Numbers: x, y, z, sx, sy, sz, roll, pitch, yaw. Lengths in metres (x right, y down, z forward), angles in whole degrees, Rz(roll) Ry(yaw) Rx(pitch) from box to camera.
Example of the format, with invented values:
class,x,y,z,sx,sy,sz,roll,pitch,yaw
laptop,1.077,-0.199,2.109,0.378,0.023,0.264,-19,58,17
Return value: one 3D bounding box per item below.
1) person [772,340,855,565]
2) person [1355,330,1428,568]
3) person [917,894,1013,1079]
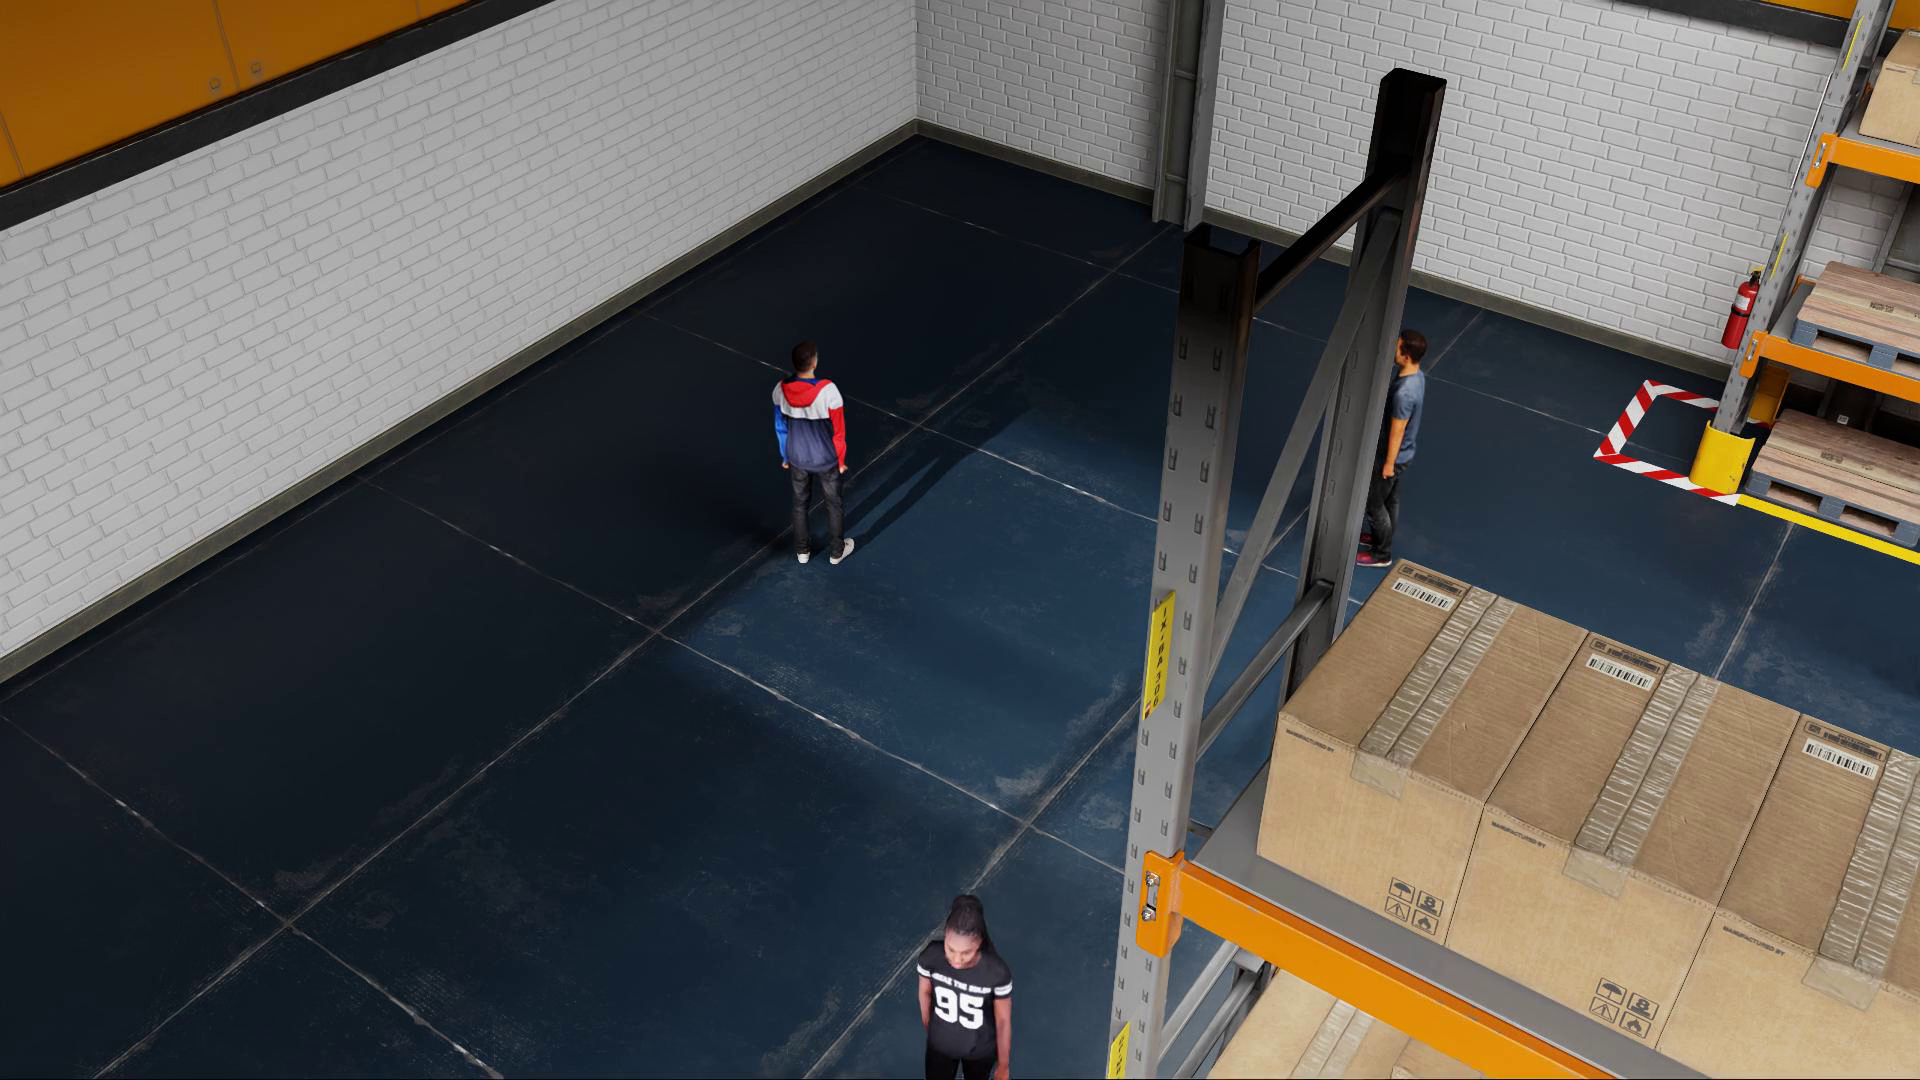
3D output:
class,x,y,z,sx,sy,sz,roll,pitch,yaw
person,-1.009,-0.583,11.357,0.631,1.756,0.772,7,39,8
person,2.985,-0.613,11.353,0.651,1.808,0.731,12,40,15
person,0.043,2.267,7.818,0.710,1.718,0.790,6,39,8
